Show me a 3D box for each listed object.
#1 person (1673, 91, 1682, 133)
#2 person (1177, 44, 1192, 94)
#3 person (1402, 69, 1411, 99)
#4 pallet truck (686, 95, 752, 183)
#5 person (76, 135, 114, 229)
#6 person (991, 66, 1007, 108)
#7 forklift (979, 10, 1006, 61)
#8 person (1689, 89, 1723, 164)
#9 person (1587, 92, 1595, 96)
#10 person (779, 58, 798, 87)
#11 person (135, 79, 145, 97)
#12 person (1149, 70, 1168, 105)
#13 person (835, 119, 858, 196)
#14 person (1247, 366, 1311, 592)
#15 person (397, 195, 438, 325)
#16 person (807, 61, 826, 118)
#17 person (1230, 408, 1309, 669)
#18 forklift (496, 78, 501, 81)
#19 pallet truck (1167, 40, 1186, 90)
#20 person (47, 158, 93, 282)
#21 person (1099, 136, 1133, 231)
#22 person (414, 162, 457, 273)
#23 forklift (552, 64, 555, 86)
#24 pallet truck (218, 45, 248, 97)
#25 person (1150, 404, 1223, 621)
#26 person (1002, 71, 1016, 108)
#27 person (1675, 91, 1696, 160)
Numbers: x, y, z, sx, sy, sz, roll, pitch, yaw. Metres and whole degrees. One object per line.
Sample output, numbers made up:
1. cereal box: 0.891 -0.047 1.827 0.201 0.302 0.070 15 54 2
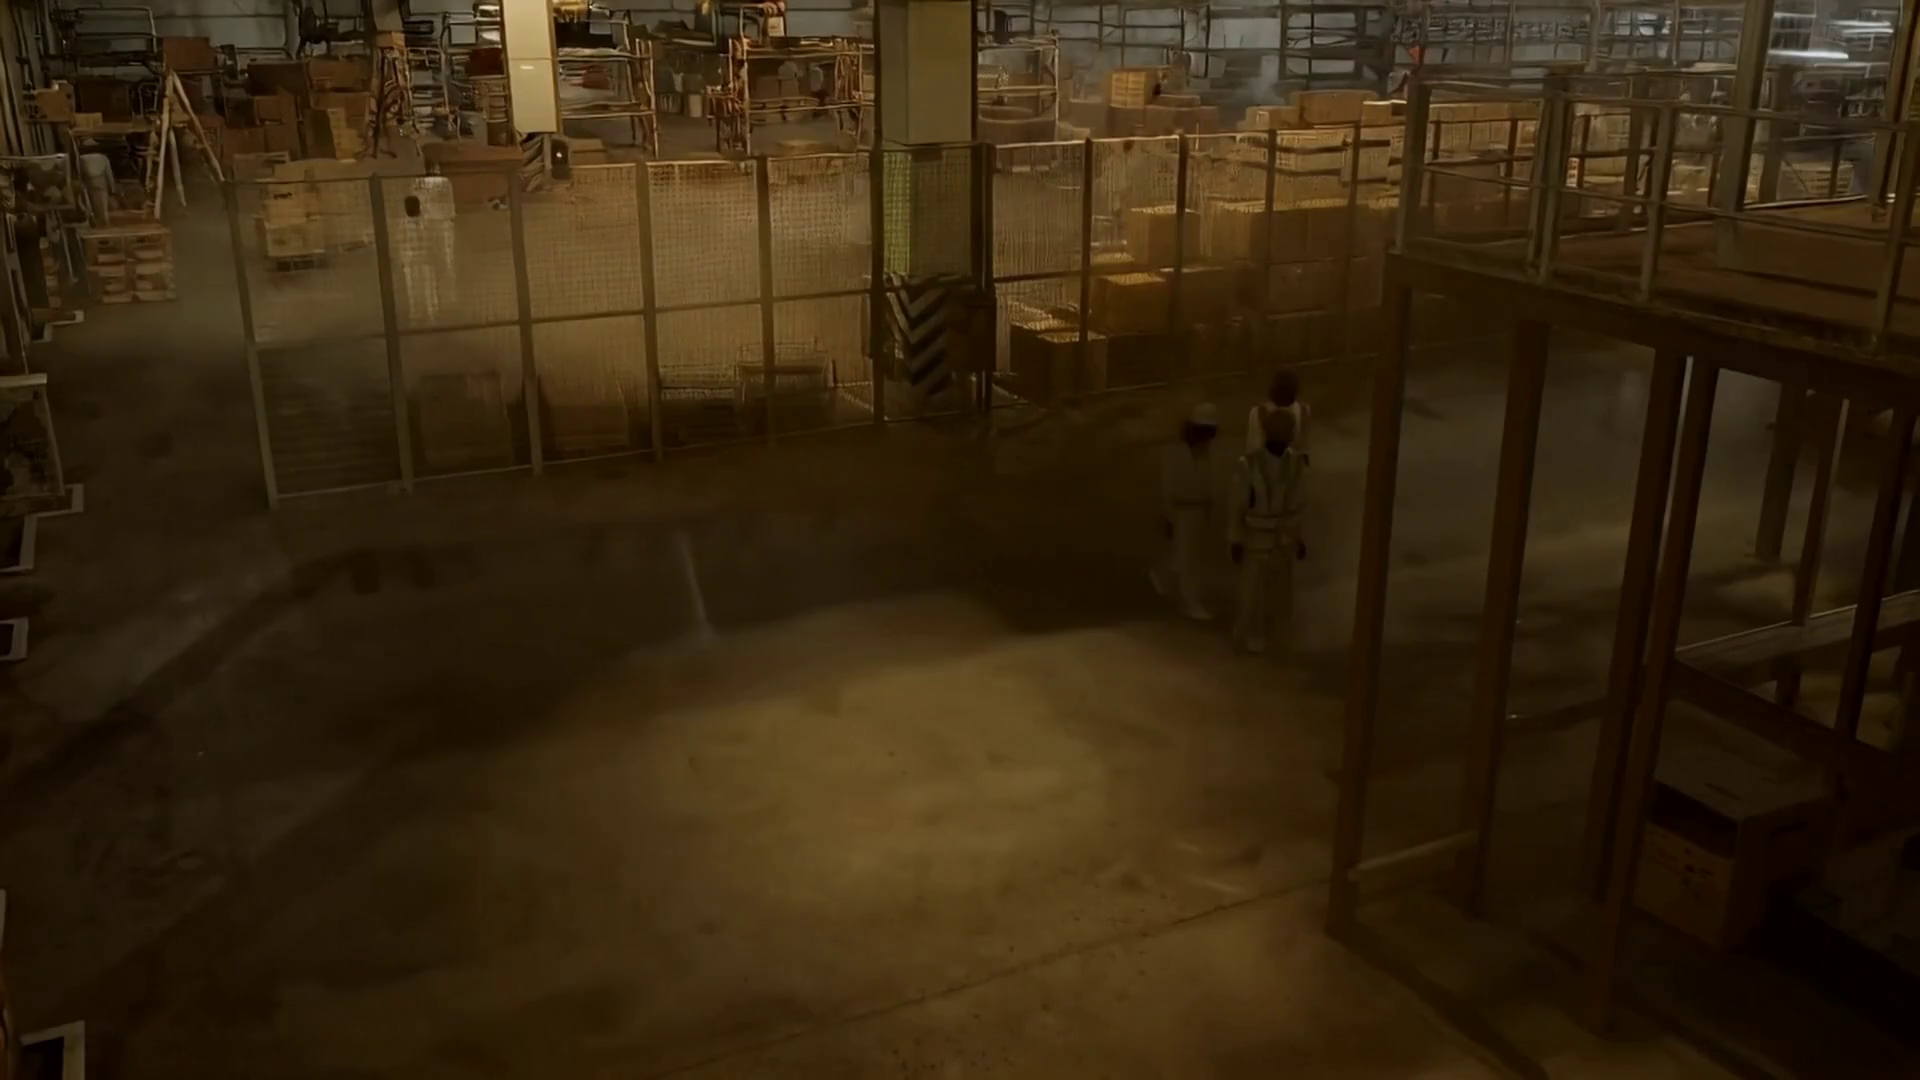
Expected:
1. person: 19.879 -11.653 46.314 0.536 1.637 0.909 -10 21 -27
2. person: 9.043 -18.986 67.058 0.610 1.985 0.393 5 20 15
3. person: 13.846 -13.587 51.510 0.372 1.916 0.597 2 19 6
4. pallet truck: -5.836 -9.608 39.856 0.823 1.965 1.885 10 22 27
5. person: -16.394 -6.705 31.580 0.588 1.912 0.417 -12 23 -32
6. person: 1.327 -14.754 55.041 1.007 1.826 0.593 -7 20 -19
7. forklift: 1.963 -25.268 83.916 1.873 2.768 1.129 -9 21 -25
8. person: 19.594 -10.779 43.410 0.977 1.886 0.563 2 19 7
9. person: 16.318 -10.761 43.444 0.559 1.829 0.915 -5 20 -14
10. person: -6.124 -16.371 59.566 0.662 1.925 0.430 1 19 3
11. person: -25.234 -13.414 51.443 0.515 1.634 0.313 8 21 22
12. person: 6.015 -13.216 50.250 1.002 2.000 0.688 -7 20 -20
13. person: -2.548 -8.613 37.439 0.533 1.690 0.321 5 20 13
14. person: 2.598 -0.557 13.830 0.587 1.865 0.746 -8 21 -22
15. person: -7.797 -4.020 23.890 0.621 1.845 0.429 5 20 14
16. person: -4.894 -15.310 56.538 0.596 1.900 0.797 -13 23 -34
17. person: 2.254 -0.022 12.145 0.604 1.947 0.387 -7 20 -19
18. forklift: -16.280 -17.529 61.485 1.873 2.768 1.129 -9 21 -25
19. pallet truck: 9.045 -19.971 69.895 0.823 1.965 1.885 -3 19 -8
20. person: -14.494 -5.218 27.135 0.625 1.991 0.381 -18 26 -41
21. person: 2.977 -6.650 31.418 0.672 1.911 0.668 -5 20 -14
22. person: -8.788 -5.412 27.926 0.637 1.842 0.429 -6 20 -16
23. forklift: -18.402 -20.825 71.037 1.129 2.768 1.873 14 23 35
24. pallet truck: -28.879 -18.665 66.111 0.823 1.965 1.885 -3 19 -9
25. person: 1.788 -0.240 13.117 0.493 1.720 0.512 9 21 24
26. person: 1.697 -14.920 55.857 0.862 1.593 0.523 -4 19 -11
27. person: 19.313 -11.083 44.460 0.902 1.781 0.598 -13 23 -34
